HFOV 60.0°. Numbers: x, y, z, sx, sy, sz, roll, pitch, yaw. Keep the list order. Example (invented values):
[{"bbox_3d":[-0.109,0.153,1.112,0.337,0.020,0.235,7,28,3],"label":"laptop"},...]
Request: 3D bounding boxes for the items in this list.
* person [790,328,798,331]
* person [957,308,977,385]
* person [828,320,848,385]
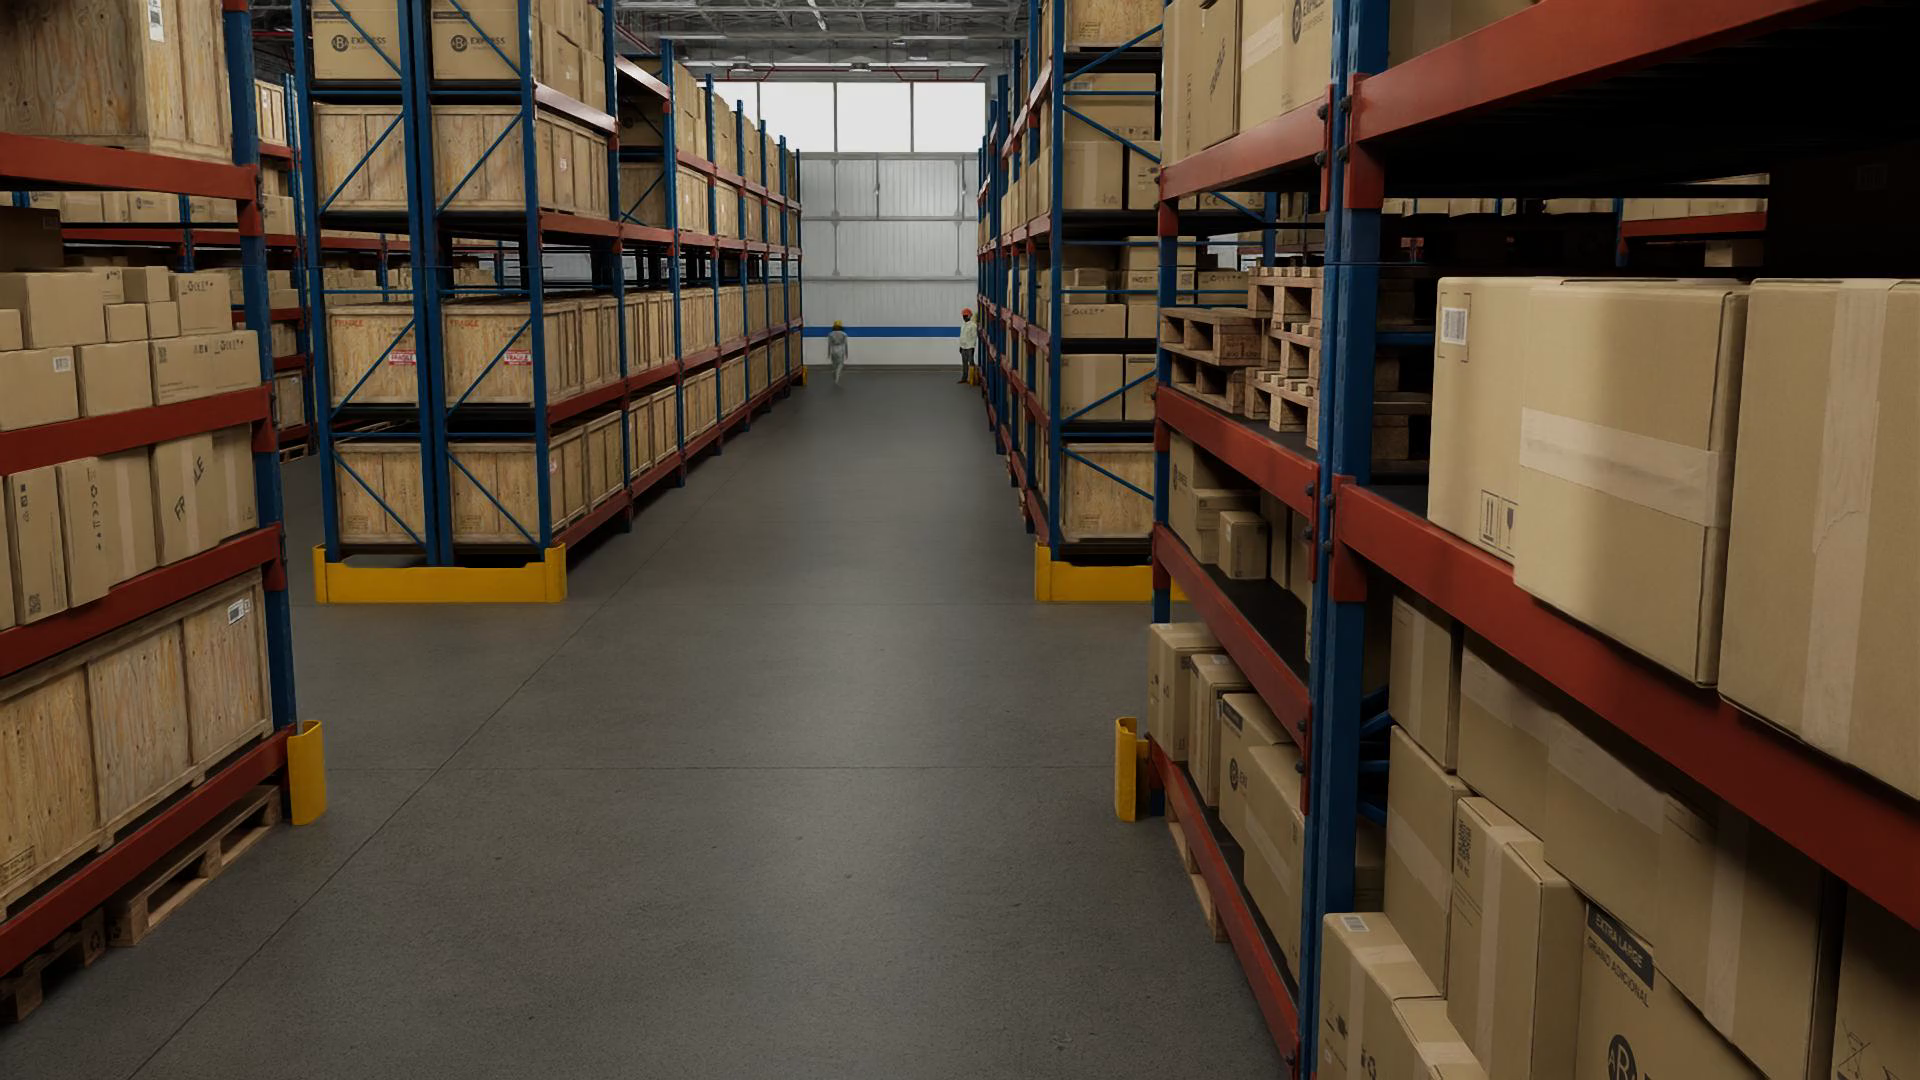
[{"bbox_3d":[-4.409,-4.993,43.999,0.430,1.725,0.588,1,9,7],"label":"person"},{"bbox_3d":[0.193,-5.085,43.739,0.375,1.995,0.611,-8,12,-40],"label":"person"},{"bbox_3d":[-3.197,-4.873,43.319,0.529,1.709,0.666,1,9,8],"label":"person"}]
